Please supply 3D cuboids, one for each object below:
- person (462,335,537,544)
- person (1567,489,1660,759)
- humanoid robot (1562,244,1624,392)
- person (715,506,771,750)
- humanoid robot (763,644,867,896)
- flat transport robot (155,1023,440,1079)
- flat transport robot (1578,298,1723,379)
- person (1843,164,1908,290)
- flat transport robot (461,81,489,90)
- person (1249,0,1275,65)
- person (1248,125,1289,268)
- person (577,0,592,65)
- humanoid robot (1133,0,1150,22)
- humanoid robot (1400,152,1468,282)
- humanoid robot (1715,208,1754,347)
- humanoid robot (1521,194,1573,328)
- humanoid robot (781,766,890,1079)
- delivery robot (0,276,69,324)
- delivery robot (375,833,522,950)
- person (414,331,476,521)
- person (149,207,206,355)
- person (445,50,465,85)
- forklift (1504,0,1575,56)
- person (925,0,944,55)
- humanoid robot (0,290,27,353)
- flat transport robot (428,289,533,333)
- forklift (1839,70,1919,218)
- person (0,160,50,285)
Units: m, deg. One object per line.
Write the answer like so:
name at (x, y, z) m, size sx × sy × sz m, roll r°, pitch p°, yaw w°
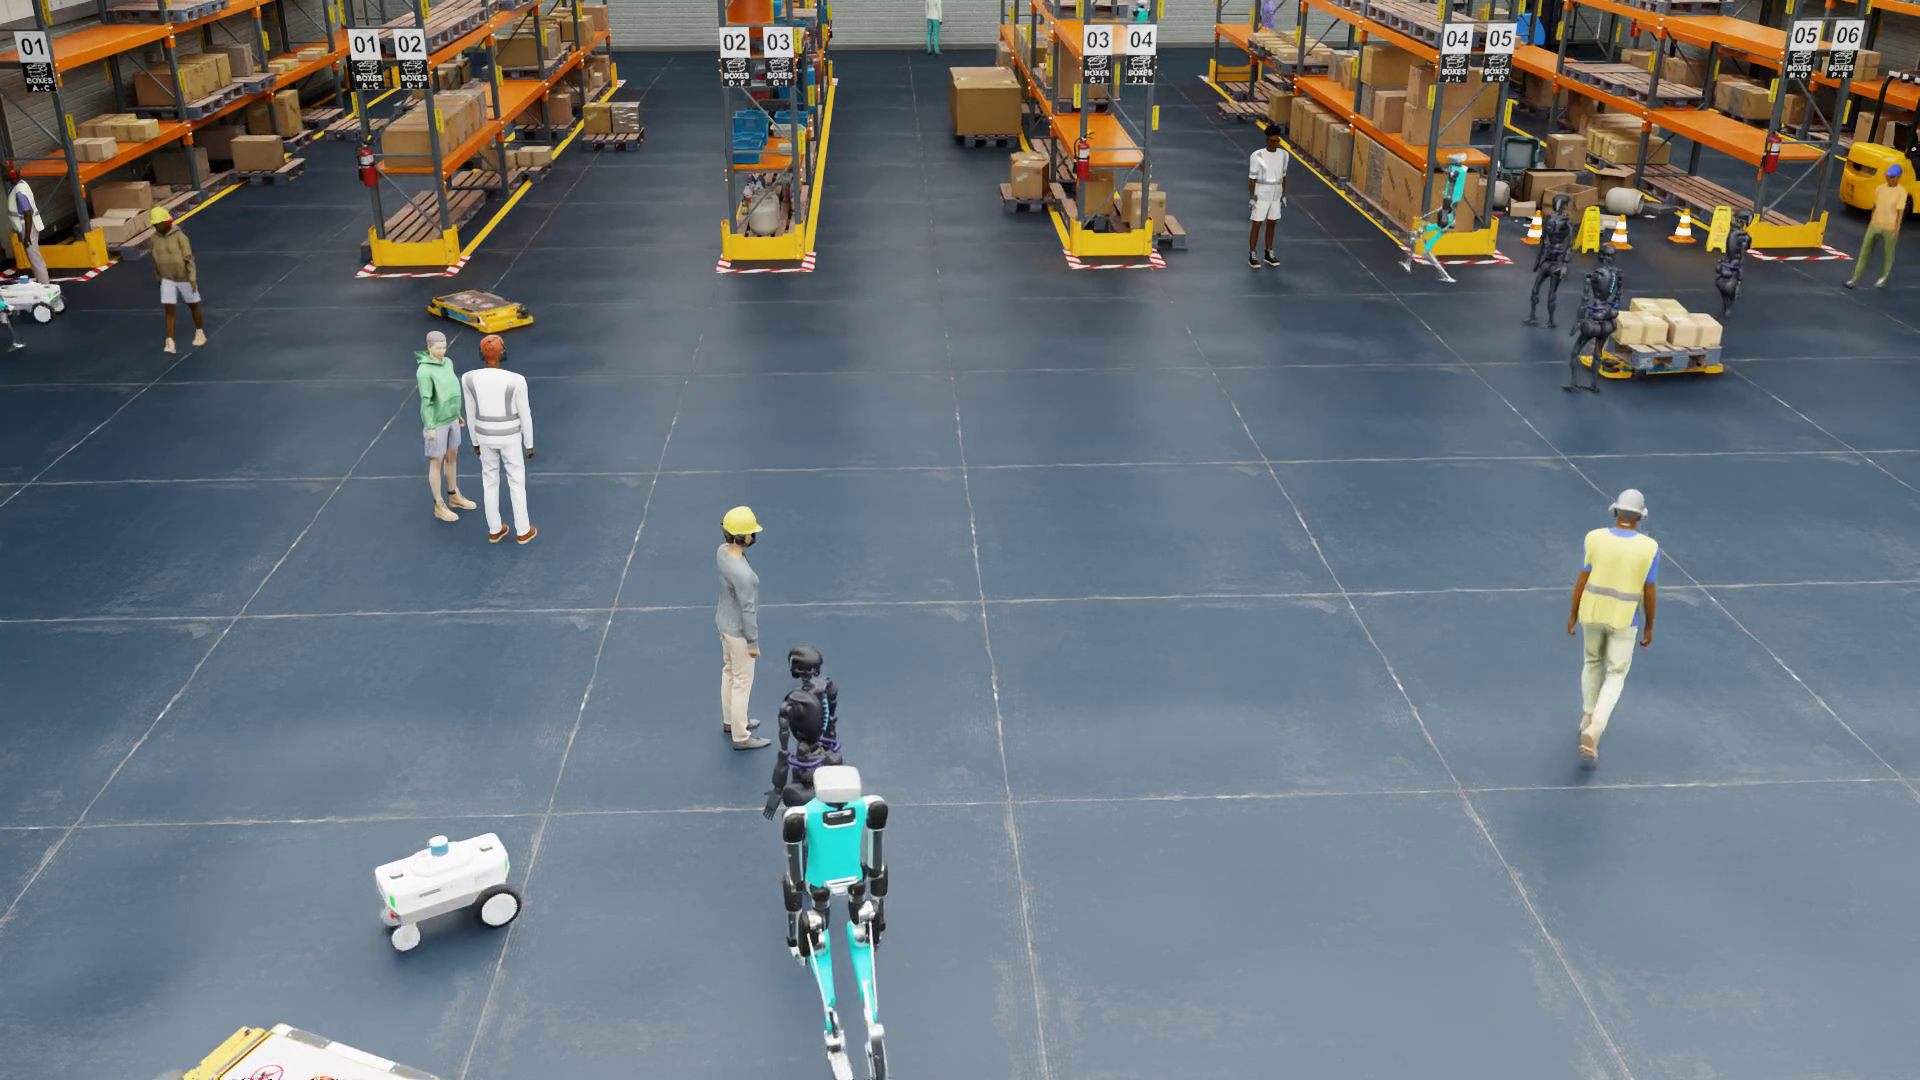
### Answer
person at (-3.980, -0.862, 14.442) m, size 0.564 × 1.878 × 0.352 m, roll 1°, pitch 24°, yaw 2°
person at (4.379, 0.567, 11.238) m, size 0.531 × 1.873 × 0.802 m, roll 15°, pitch 28°, yaw 31°
humanoid robot at (6.970, -2.425, 18.180) m, size 0.610 × 1.648 × 0.333 m, roll -11°, pitch 26°, yaw -23°
person at (-1.480, 0.590, 11.316) m, size 0.337 × 1.756 × 0.516 m, roll -11°, pitch 26°, yaw -24°
humanoid robot at (-0.830, 1.382, 9.655) m, size 0.540 × 1.643 × 0.602 m, roll 14°, pitch 27°, yaw 28°
flat transport robot at (-3.232, 2.788, 8.208) m, size 1.431 × 0.231 × 0.659 m, roll 10°, pitch 26°, yaw 21°
flat transport robot at (7.941, -2.075, 19.136) m, size 1.431 × 0.231 × 0.659 m, roll -4°, pitch 24°, yaw -9°
person at (12.186, -4.120, 21.997) m, size 0.886 × 1.666 × 0.473 m, roll -16°, pitch 29°, yaw -32°
flat transport robot at (-10.581, -9.945, 36.819) m, size 0.659 × 0.231 × 1.431 m, roll -1°, pitch 24°, yaw -2°
person at (7.583, -12.638, 41.028) m, size 0.802 × 1.770 × 0.604 m, roll -5°, pitch 24°, yaw -11°
person at (4.286, -4.789, 23.149) m, size 0.610 × 1.965 × 0.363 m, roll -10°, pitch 26°, yaw -21°
person at (-9.107, -12.508, 40.655) m, size 0.780 × 1.838 × 0.515 m, roll 6°, pitch 25°, yaw 13°
humanoid robot at (4.089, -11.772, 39.186) m, size 0.548 × 1.837 × 0.751 m, roll -17°, pitch 29°, yaw -33°
humanoid robot at (6.354, -4.398, 22.583) m, size 0.953 × 1.774 × 0.535 m, roll 14°, pitch 28°, yaw 28°
humanoid robot at (9.168, -3.124, 19.749) m, size 0.326 × 1.649 × 0.590 m, roll 2°, pitch 24°, yaw 5°
humanoid robot at (7.269, -3.418, 20.421) m, size 0.354 × 1.656 × 0.615 m, roll -8°, pitch 25°, yaw -17°
humanoid robot at (-0.523, 2.074, 8.110) m, size 0.549 × 1.855 × 0.842 m, roll -8°, pitch 25°, yaw -18°
delivery robot at (-11.690, -3.021, 20.905) m, size 0.791 × 0.592 × 0.499 m, roll -2°, pitch 24°, yaw -4°
delivery robot at (-2.972, 1.985, 9.645) m, size 0.764 × 0.582 × 0.499 m, roll -14°, pitch 28°, yaw -29°
person at (-4.672, -1.046, 15.017) m, size 0.336 × 1.737 × 0.471 m, roll 9°, pitch 25°, yaw 19°
person at (-9.217, -3.042, 19.520) m, size 0.548 × 1.718 × 0.873 m, roll -2°, pitch 24°, yaw -4°
person at (-11.245, -10.740, 36.900) m, size 0.541 × 1.653 × 0.819 m, roll -9°, pitch 26°, yaw -20°
forklift at (14.700, -13.805, 42.301) m, size 1.873 × 2.768 × 1.129 m, roll -1°, pitch 24°, yaw -2°
person at (-0.660, -13.345, 42.623) m, size 0.523 × 1.762 × 0.326 m, roll 20°, pitch 31°, yaw 38°
humanoid robot at (-11.324, -2.939, 19.327) m, size 1.038 × 1.757 × 0.541 m, roll -1°, pitch 24°, yaw -3°
flat transport robot at (-6.058, -2.891, 20.968) m, size 1.431 × 0.231 × 0.659 m, roll 22°, pitch 32°, yaw 40°
forklift at (15.132, -6.143, 25.915) m, size 2.313 × 2.155 × 1.214 m, roll -1°, pitch 24°, yaw -2°
person at (-12.050, -3.988, 21.494) m, size 0.390 × 1.846 × 0.564 m, roll -15°, pitch 28°, yaw -31°
